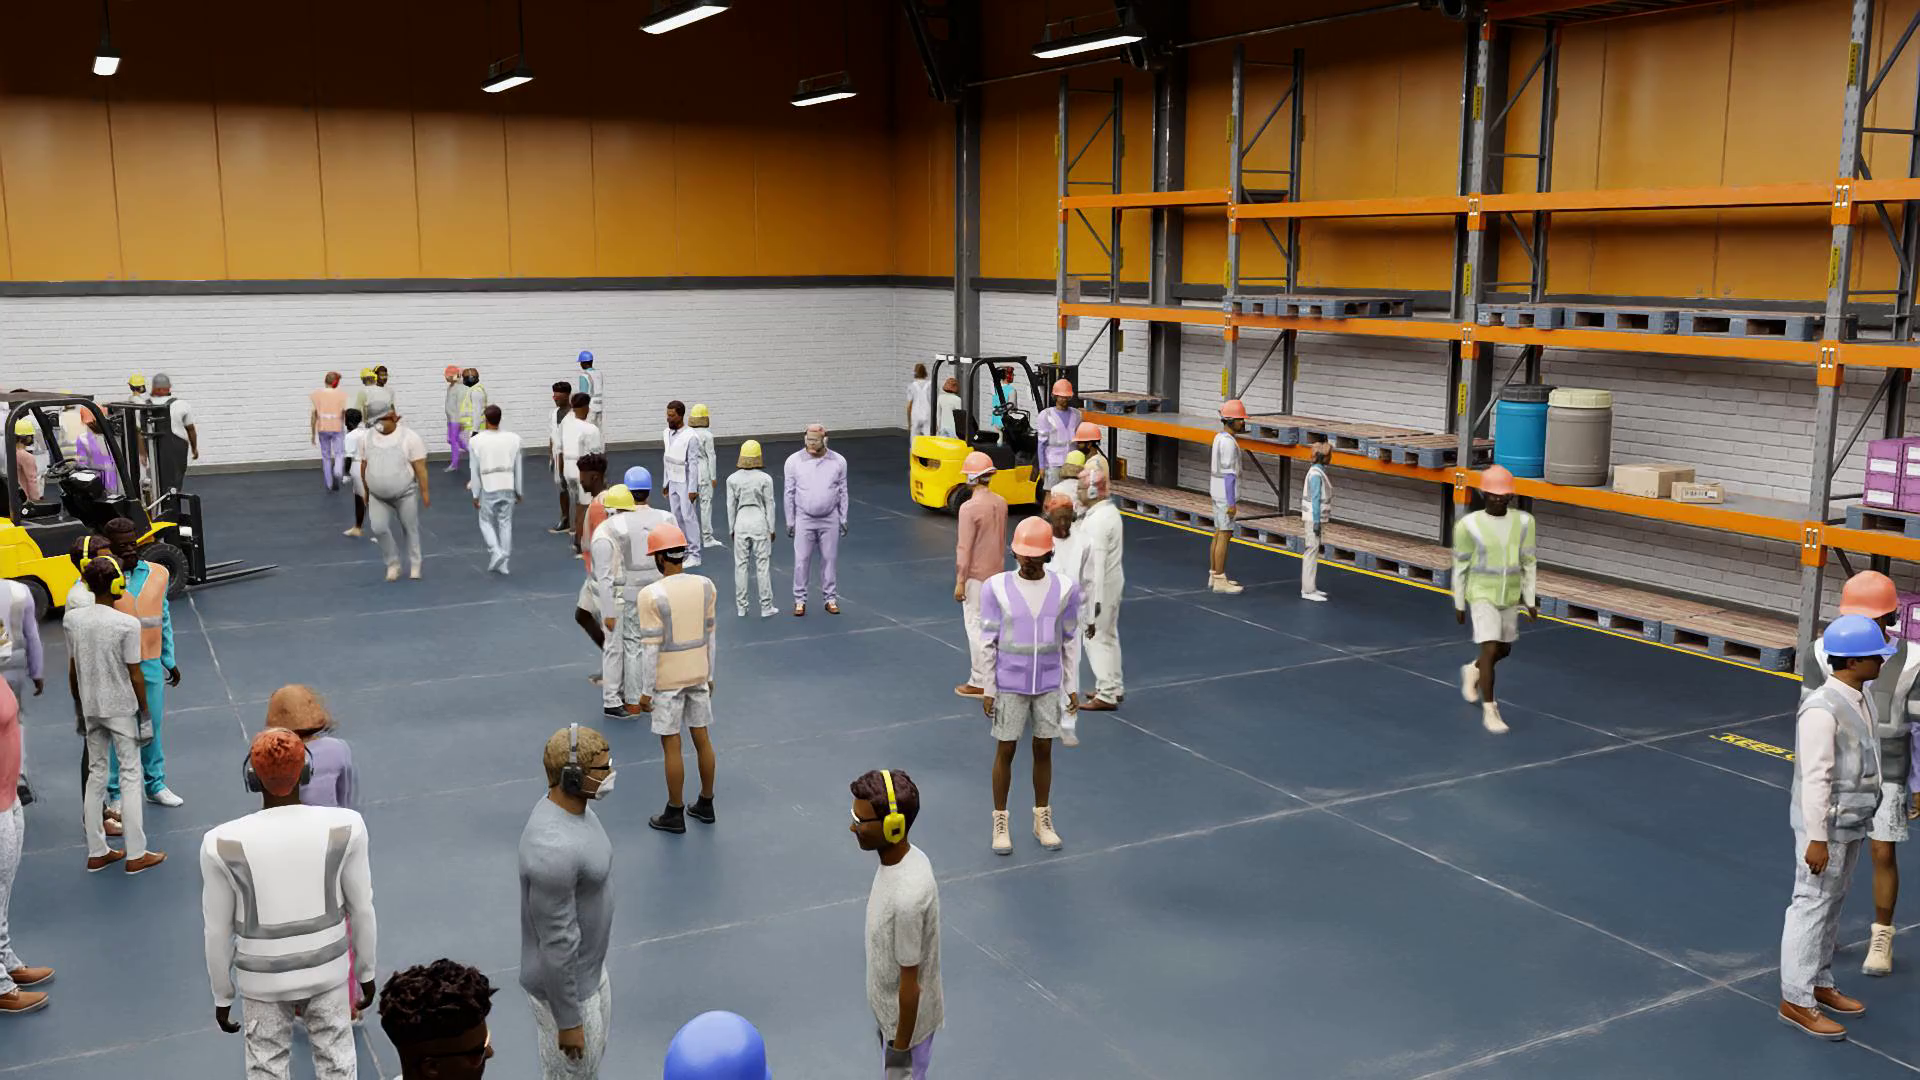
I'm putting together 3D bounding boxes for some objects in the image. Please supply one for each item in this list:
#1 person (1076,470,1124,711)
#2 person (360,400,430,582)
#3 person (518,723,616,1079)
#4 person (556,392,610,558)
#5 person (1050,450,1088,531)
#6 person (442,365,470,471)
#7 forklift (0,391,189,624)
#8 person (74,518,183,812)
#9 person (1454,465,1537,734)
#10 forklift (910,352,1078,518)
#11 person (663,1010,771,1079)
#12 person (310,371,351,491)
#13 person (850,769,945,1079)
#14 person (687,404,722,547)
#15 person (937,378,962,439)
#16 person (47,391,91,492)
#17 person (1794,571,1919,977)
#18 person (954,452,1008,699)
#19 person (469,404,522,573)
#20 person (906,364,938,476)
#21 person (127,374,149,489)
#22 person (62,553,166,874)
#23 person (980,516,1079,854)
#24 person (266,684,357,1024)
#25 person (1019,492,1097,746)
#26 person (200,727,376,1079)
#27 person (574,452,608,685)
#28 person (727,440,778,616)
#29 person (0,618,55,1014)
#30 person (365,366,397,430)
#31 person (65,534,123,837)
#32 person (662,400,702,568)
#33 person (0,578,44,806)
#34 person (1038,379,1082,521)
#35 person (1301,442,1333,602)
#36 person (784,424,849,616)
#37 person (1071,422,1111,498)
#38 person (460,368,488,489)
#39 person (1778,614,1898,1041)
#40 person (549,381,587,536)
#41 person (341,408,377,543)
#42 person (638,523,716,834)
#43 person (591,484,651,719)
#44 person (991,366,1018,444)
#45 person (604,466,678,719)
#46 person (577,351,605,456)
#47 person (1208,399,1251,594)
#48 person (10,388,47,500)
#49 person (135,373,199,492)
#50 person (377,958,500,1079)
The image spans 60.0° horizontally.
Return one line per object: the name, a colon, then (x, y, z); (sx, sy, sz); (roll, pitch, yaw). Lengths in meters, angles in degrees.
person: (1.094, 0.389, 13.107); (0.417, 1.884, 0.652); (2, 10, 11)
person: (-6.131, -0.553, 18.049); (0.770, 2.000, 0.645); (0, 10, -1)
person: (-1.396, 1.598, 5.988); (0.357, 1.932, 0.630); (-1, 10, -6)
person: (-4.401, -0.770, 19.583); (0.604, 1.948, 0.581); (6, 12, 32)
person: (1.077, 0.007, 15.792); (0.495, 1.695, 0.620); (-5, 11, -28)
person: (-8.231, -2.003, 27.245); (0.556, 1.739, 0.577); (-7, 12, -34)
forklift: (-9.026, -0.363, 16.508); (1.214, 2.155, 2.313); (6, 11, 29)
person: (-5.295, 0.800, 10.608); (0.382, 1.918, 0.596); (7, 12, 34)
person: (4.028, 0.403, 12.656); (0.609, 2.011, 0.895); (-1, 10, -8)
forklift: (0.460, -1.461, 22.833); (2.313, 2.155, 1.214); (-5, 11, -28)
person: (-0.535, 1.986, 3.697); (0.614, 1.945, 0.406); (1, 10, 6)
person: (-9.368, -1.609, 24.776); (0.585, 1.817, 0.682); (-3, 10, -16)
person: (-0.217, 1.682, 5.707); (0.326, 1.862, 0.508); (-1, 10, -6)
person: (-3.153, -0.786, 20.244); (0.488, 1.744, 0.296); (5, 11, 29)
person: (-0.146, -1.706, 25.857); (0.507, 1.631, 0.270); (9, 13, 42)
person: (-11.513, -1.043, 21.631); (0.655, 1.779, 0.610); (8, 13, 39)
person: (4.489, 1.148, 8.304); (0.612, 2.029, 0.410); (8, 12, 38)
person: (0.160, 0.274, 13.460); (0.392, 1.983, 0.616); (6, 12, 33)
person: (-5.141, -0.556, 18.468); (0.586, 1.900, 0.464); (-6, 11, -30)
person: (-0.596, -1.873, 26.317); (0.507, 1.813, 0.614); (0, 10, 0)
person: (-12.163, -1.571, 24.697); (0.316, 1.769, 0.524); (-10, 14, -44)
person: (-4.896, 1.006, 9.602); (0.511, 1.862, 0.325); (2, 10, 12)
person: (0.422, 0.860, 9.921); (0.605, 2.038, 0.394); (-2, 10, -11)
person: (-3.033, 1.459, 7.663); (0.501, 1.613, 0.539); (4, 11, 21)
person: (0.693, 0.544, 12.235); (0.608, 1.865, 0.630); (-2, 10, -14)
person: (-2.432, 1.608, 6.091); (0.579, 1.878, 0.352); (-5, 11, -25)
person: (-2.956, 0.248, 13.708); (0.429, 1.941, 0.633); (0, 10, 0)
person: (-2.041, -0.115, 16.376); (0.483, 1.745, 0.301); (2, 10, 11)
person: (-4.580, 1.267, 7.865); (0.367, 1.939, 0.634); (-4, 11, -21)
person: (-8.812, -1.731, 25.363); (0.322, 1.860, 0.519); (8, 13, 39)
person: (-5.310, 0.889, 10.241); (0.313, 1.869, 0.528); (-5, 11, -26)
person: (-3.158, -0.639, 18.936); (0.391, 1.911, 0.590); (-8, 13, -40)
person: (-6.154, 0.870, 10.518); (0.656, 1.807, 0.504); (-9, 13, -41)
person: (1.244, -0.949, 20.323); (0.615, 2.040, 0.391); (-5, 11, -28)
person: (3.674, -0.196, 17.153); (0.310, 1.636, 0.523); (2, 10, 13)
person: (-1.408, -0.197, 16.400); (0.644, 1.903, 0.399); (-2, 10, -13)
person: (1.278, -0.194, 16.321); (0.399, 1.928, 0.542); (2, 10, 14)
person: (-7.357, -1.696, 25.248); (0.429, 1.830, 0.636); (-3, 10, -19)
person: (4.021, 1.295, 7.663); (0.375, 1.949, 0.614); (9, 13, 43)
person: (-4.973, -1.037, 21.044); (0.614, 1.963, 0.362); (6, 12, 32)
person: (-7.413, -0.807, 20.646); (0.711, 1.661, 0.554); (0, 10, 0)
person: (-1.763, 0.850, 10.298); (0.547, 1.927, 0.388); (-9, 14, -43)
person: (-2.621, 0.468, 12.811); (0.403, 1.821, 0.602); (1, 10, 6)
person: (0.685, -1.720, 25.327); (0.390, 1.846, 0.564); (-7, 12, -34)
person: (-2.447, 0.404, 12.805); (0.617, 1.946, 0.396); (-6, 11, -30)
person: (-6.168, -2.187, 27.754); (0.416, 1.939, 0.605); (3, 10, 19)
person: (2.836, -0.460, 17.504); (0.393, 2.041, 0.613); (0, 10, 0)
person: (-11.107, -0.828, 19.843); (0.361, 1.964, 0.614); (-3, 10, -17)
person: (-10.480, -1.245, 22.030); (0.692, 2.000, 1.036); (-2, 10, -9)
person: (-1.227, 1.933, 3.950); (0.361, 1.963, 0.614); (-4, 11, -20)
